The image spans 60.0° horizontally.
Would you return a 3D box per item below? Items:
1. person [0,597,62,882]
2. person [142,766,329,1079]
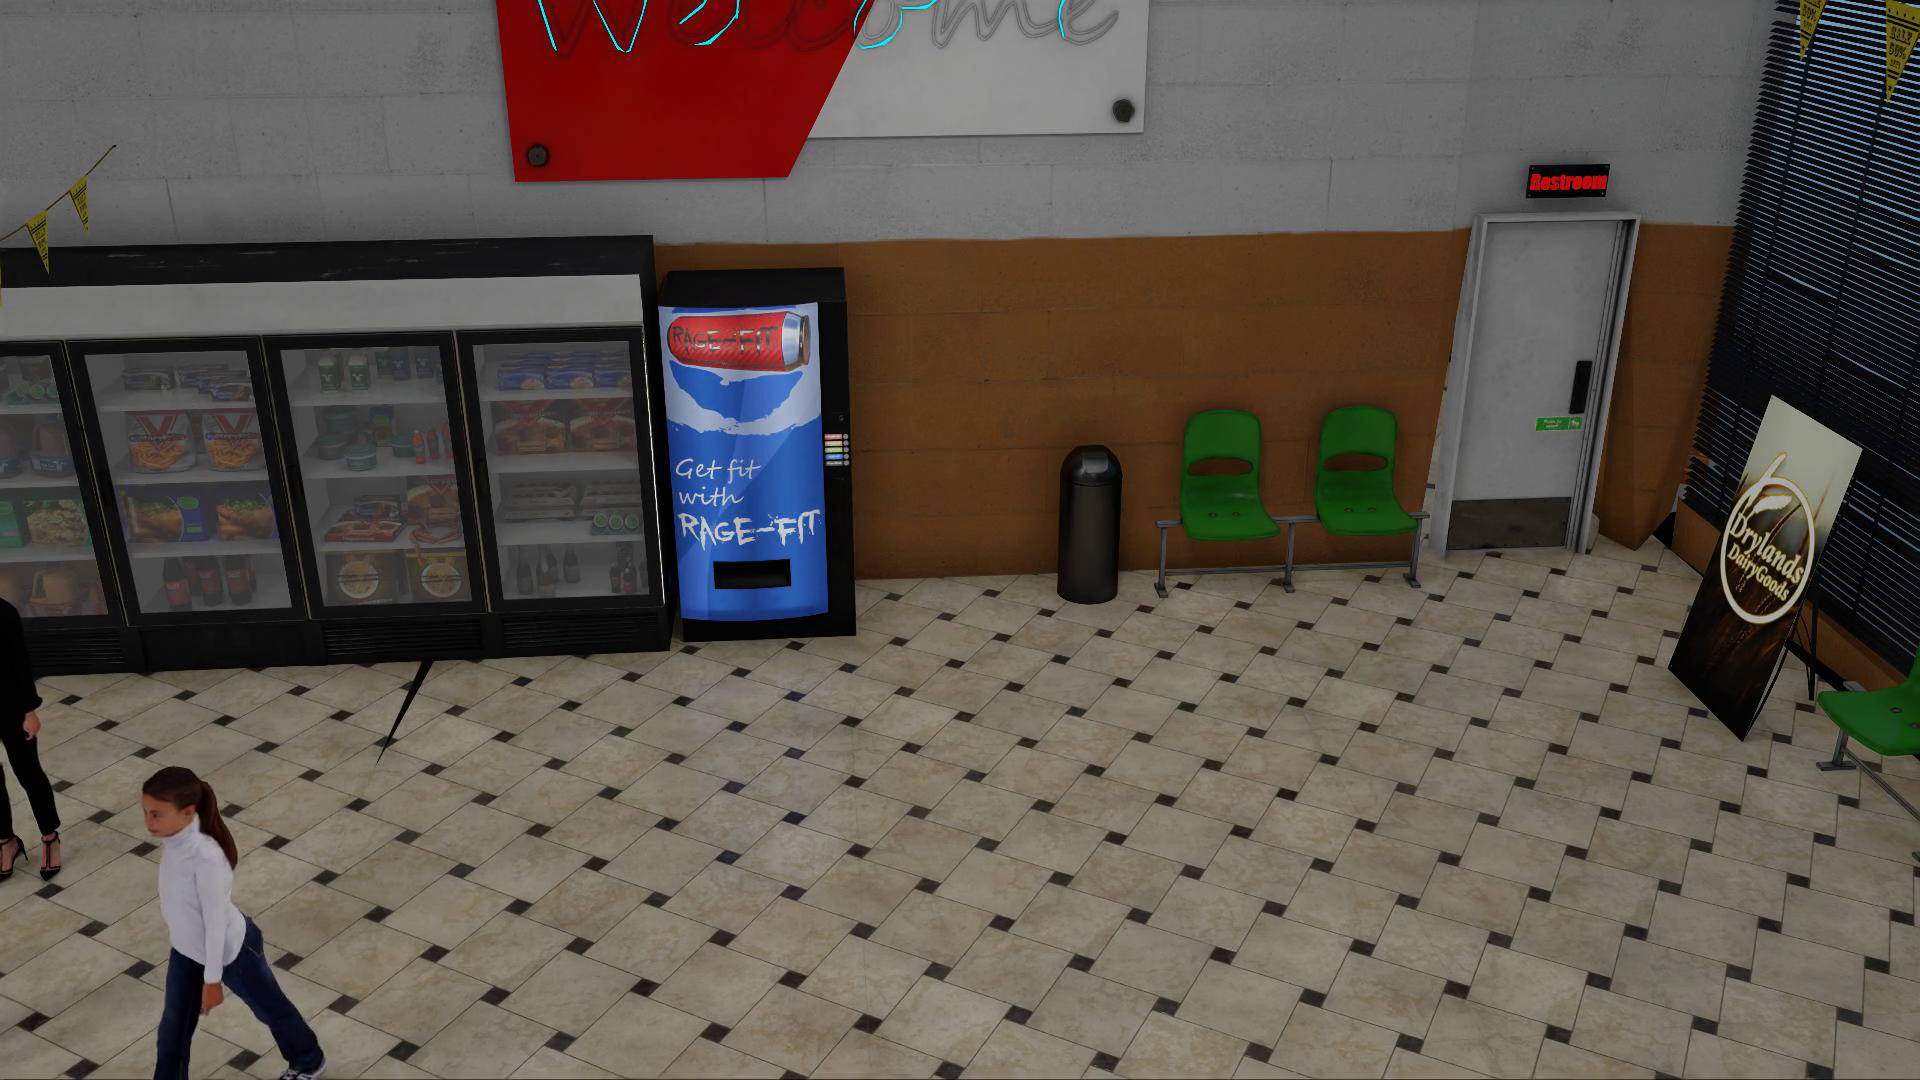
[{"bbox_3d":[-4.370,0.780,7.518,0.598,1.706,0.518,-1,24,-3],"label":"person"},{"bbox_3d":[-2.667,1.481,6.157,0.951,1.514,1.056,16,29,33],"label":"person"}]
